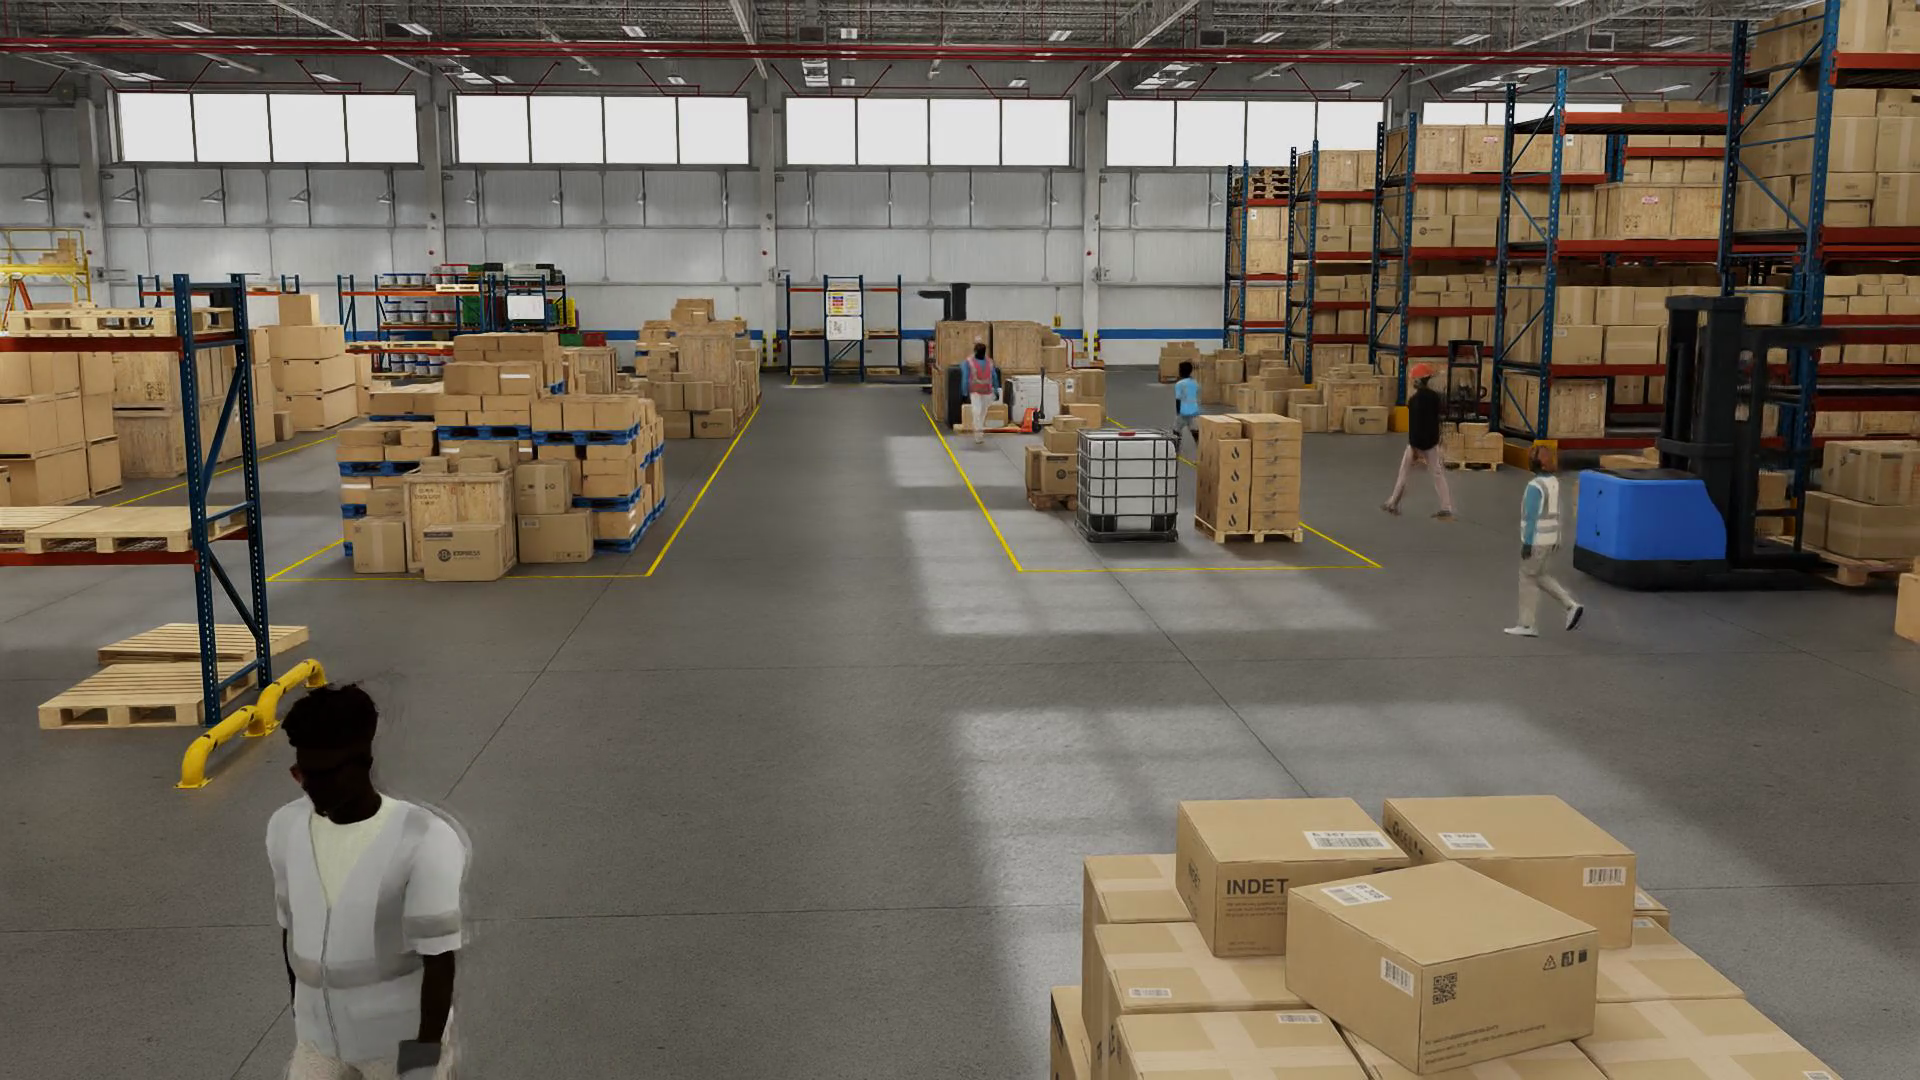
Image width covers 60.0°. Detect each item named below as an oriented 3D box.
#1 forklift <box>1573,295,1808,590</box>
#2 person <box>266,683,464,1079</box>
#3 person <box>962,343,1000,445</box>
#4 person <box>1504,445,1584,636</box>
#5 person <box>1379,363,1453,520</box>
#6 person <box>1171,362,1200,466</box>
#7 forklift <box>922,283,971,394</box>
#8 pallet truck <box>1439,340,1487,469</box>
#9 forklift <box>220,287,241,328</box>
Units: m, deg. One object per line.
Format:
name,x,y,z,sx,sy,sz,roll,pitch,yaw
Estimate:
forklift,7.150,-0.984,16.210,1.873,2.768,1.129,-1,9,-4
person,-1.654,1.357,4.439,0.620,1.934,0.813,2,9,13
person,0.411,-2.620,29.823,0.620,1.804,0.788,-5,10,-28
person,4.878,0.020,13.842,0.529,1.625,0.529,7,12,38
person,5.757,-1.225,20.709,0.624,1.941,1.049,-6,11,-32
person,3.581,-2.020,26.552,0.540,1.637,0.928,-6,11,-35
forklift,0.000,-5.112,42.129,1.873,2.768,1.129,-1,9,-4
pallet truck,8.004,-2.170,26.422,0.823,1.965,1.885,2,9,14
forklift,-16.642,-4.472,38.109,1.873,2.768,1.129,-5,10,-30
